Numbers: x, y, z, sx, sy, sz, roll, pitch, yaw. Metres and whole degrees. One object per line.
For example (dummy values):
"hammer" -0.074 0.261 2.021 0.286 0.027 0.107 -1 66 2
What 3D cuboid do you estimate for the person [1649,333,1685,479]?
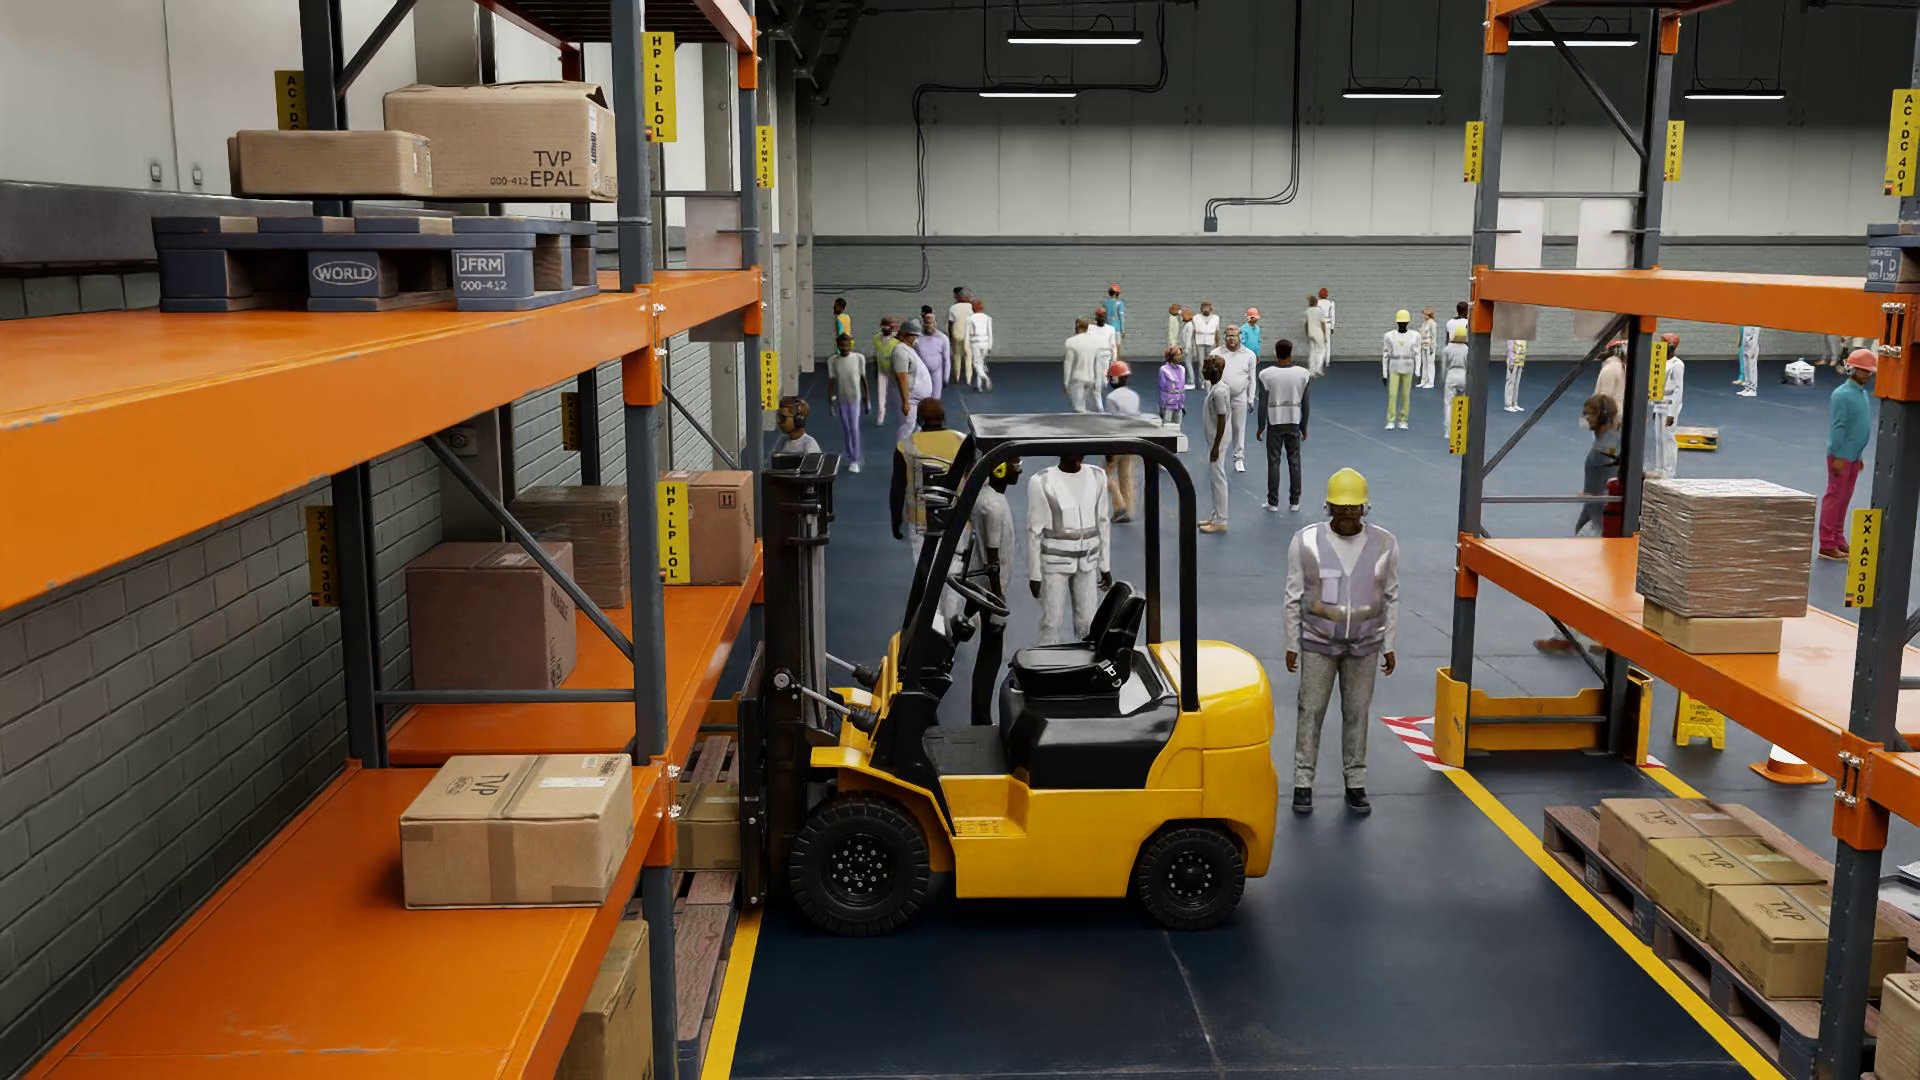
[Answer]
"person" 8.591 -1.572 20.255 0.354 1.883 0.572 1 10 4

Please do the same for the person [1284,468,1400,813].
"person" 1.994 0.528 8.700 0.594 1.832 0.403 1 10 4

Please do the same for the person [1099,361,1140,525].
"person" 1.677 -1.019 17.565 0.388 1.735 0.594 8 13 38

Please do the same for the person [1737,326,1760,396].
"person" 15.364 -3.674 32.396 0.341 1.733 0.488 0 10 2

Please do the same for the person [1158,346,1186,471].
"person" 2.776 -1.729 21.814 0.306 1.637 0.522 10 14 44

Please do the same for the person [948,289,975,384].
"person" 0.086 -4.338 35.227 0.701 2.000 1.008 -1 10 -3

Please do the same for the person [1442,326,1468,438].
"person" 7.635 -2.423 25.521 0.495 1.694 0.916 4 11 21

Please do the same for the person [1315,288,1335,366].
"person" 8.716 -5.115 39.989 0.575 1.885 0.355 0 10 2

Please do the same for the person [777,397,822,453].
"person" -1.214 -0.153 12.458 0.348 1.847 0.505 -7 12 -34

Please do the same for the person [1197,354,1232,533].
"person" 2.631 -0.993 17.134 0.327 1.844 0.514 1 10 7

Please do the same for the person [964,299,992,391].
"person" 0.411 -3.843 33.004 0.591 1.858 0.770 -5 11 -24

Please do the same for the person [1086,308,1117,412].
"person" 2.428 -3.132 29.040 0.576 1.861 0.782 -2 10 -13

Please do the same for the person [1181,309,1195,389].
"person" 4.636 -3.885 33.866 0.296 1.624 0.514 0 10 -2

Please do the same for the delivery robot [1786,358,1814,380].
"delivery robot" 17.534 -3.549 34.711 0.477 0.478 0.707 1 10 6

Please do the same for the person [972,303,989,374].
"person" 0.406 -4.587 37.701 0.553 1.649 0.714 -2 10 -13

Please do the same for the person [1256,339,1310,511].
"person" 3.594 -1.273 18.512 0.590 1.913 0.399 0 10 -3

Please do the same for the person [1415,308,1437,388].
"person" 9.577 -3.925 34.044 0.313 1.640 0.513 -2 10 -9

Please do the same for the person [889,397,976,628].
"person" -0.204 -0.171 12.609 0.668 1.824 0.744 -2 10 -10

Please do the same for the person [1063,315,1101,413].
"person" 1.820 -2.334 24.417 0.636 1.914 0.798 -8 13 -37

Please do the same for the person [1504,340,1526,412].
"person" 9.810 -3.088 29.370 0.308 1.645 0.514 9 13 40

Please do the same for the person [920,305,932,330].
"person" -0.674 -3.946 33.999 0.316 1.695 0.542 -4 11 -24

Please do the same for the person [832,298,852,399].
"person" -2.245 -3.642 31.685 0.388 1.921 0.593 1 10 8

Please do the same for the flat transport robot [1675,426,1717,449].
"flat transport robot" 10.736 -1.512 24.411 0.652 0.197 1.431 4 11 22

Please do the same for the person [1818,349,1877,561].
"person" 8.379 -0.802 15.677 0.609 1.988 0.392 -9 14 -43

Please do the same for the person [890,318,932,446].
"person" -0.618 -1.803 21.106 0.537 2.000 0.678 0 10 2

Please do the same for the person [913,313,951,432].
"person" -0.481 -2.525 25.533 0.678 1.889 0.464 1 10 3

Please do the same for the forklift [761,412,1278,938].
"forklift" 0.291 0.548 7.580 2.313 2.155 1.214 0 10 -2

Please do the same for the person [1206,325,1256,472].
"person" 3.523 -1.835 21.658 0.638 1.909 0.407 2 10 9

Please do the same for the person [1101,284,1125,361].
"person" 3.478 -4.760 37.578 0.608 2.042 0.375 8 13 39

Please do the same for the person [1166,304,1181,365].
"person" 4.722 -4.416 36.829 0.285 1.626 0.511 3 11 18

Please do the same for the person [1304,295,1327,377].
"person" 7.843 -4.477 36.631 0.556 1.813 0.400 9 14 41

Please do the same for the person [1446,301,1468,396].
"person" 8.959 -3.319 29.886 0.390 1.920 0.587 -5 11 -26

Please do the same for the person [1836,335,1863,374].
"person" 19.924 -4.638 37.094 0.603 1.991 1.072 2 10 10

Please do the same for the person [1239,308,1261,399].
"person" 5.491 -3.507 31.431 0.563 1.742 0.361 -9 14 -42

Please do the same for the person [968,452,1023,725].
"person" 0.206 0.322 9.782 0.324 1.861 0.501 -1 10 -4

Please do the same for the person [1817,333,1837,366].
"person" 21.021 -5.249 40.299 0.549 2.000 0.710 -5 11 -27

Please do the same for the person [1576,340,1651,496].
"person" 7.585 -1.425 19.208 0.679 1.966 0.652 6 12 28

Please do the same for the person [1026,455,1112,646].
"person" 0.691 0.175 10.559 0.585 1.879 0.365 -5 11 -26

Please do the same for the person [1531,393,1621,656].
"person" 4.531 -0.106 12.005 0.827 1.907 0.644 5 11 26

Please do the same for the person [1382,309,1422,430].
"person" 7.039 -2.713 26.529 0.595 1.923 0.405 3 11 16

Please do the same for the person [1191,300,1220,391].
"person" 4.947 -3.934 33.619 0.572 1.816 0.531 0 10 0

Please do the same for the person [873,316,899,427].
"person" -1.127 -2.771 27.197 0.611 1.801 0.828 5 11 26

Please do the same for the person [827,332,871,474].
"person" -1.443 -1.769 21.493 0.541 1.826 0.734 1 10 5
